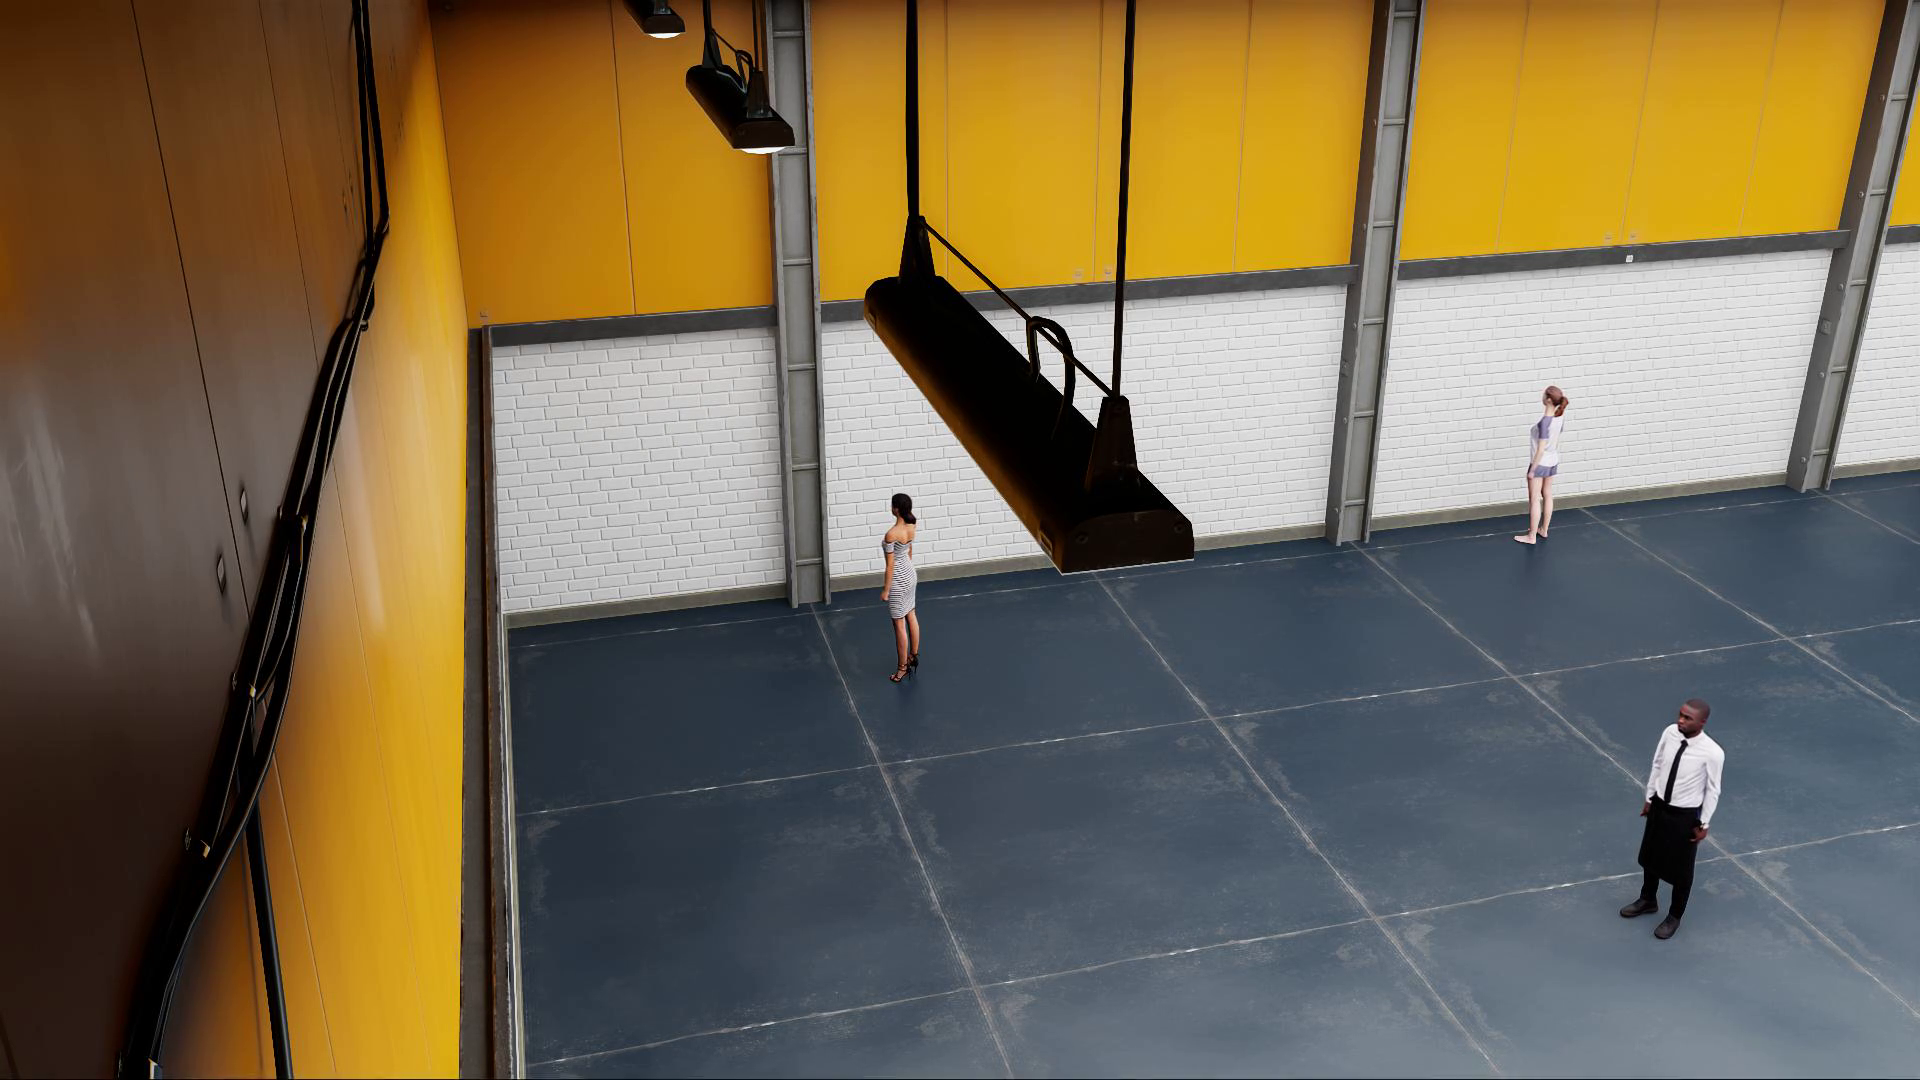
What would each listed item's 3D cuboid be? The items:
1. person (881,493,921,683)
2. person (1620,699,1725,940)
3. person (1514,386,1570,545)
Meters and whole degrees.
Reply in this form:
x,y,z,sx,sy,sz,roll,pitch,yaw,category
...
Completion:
x,y,z,sx,sy,sz,roll,pitch,yaw,category
-0.518,0.417,15.054,0.729,1.823,0.674,12,26,26,person
5.017,1.913,11.617,0.640,1.834,0.704,-14,27,-29,person
6.302,-0.820,17.953,0.629,1.767,0.730,-19,30,-36,person
